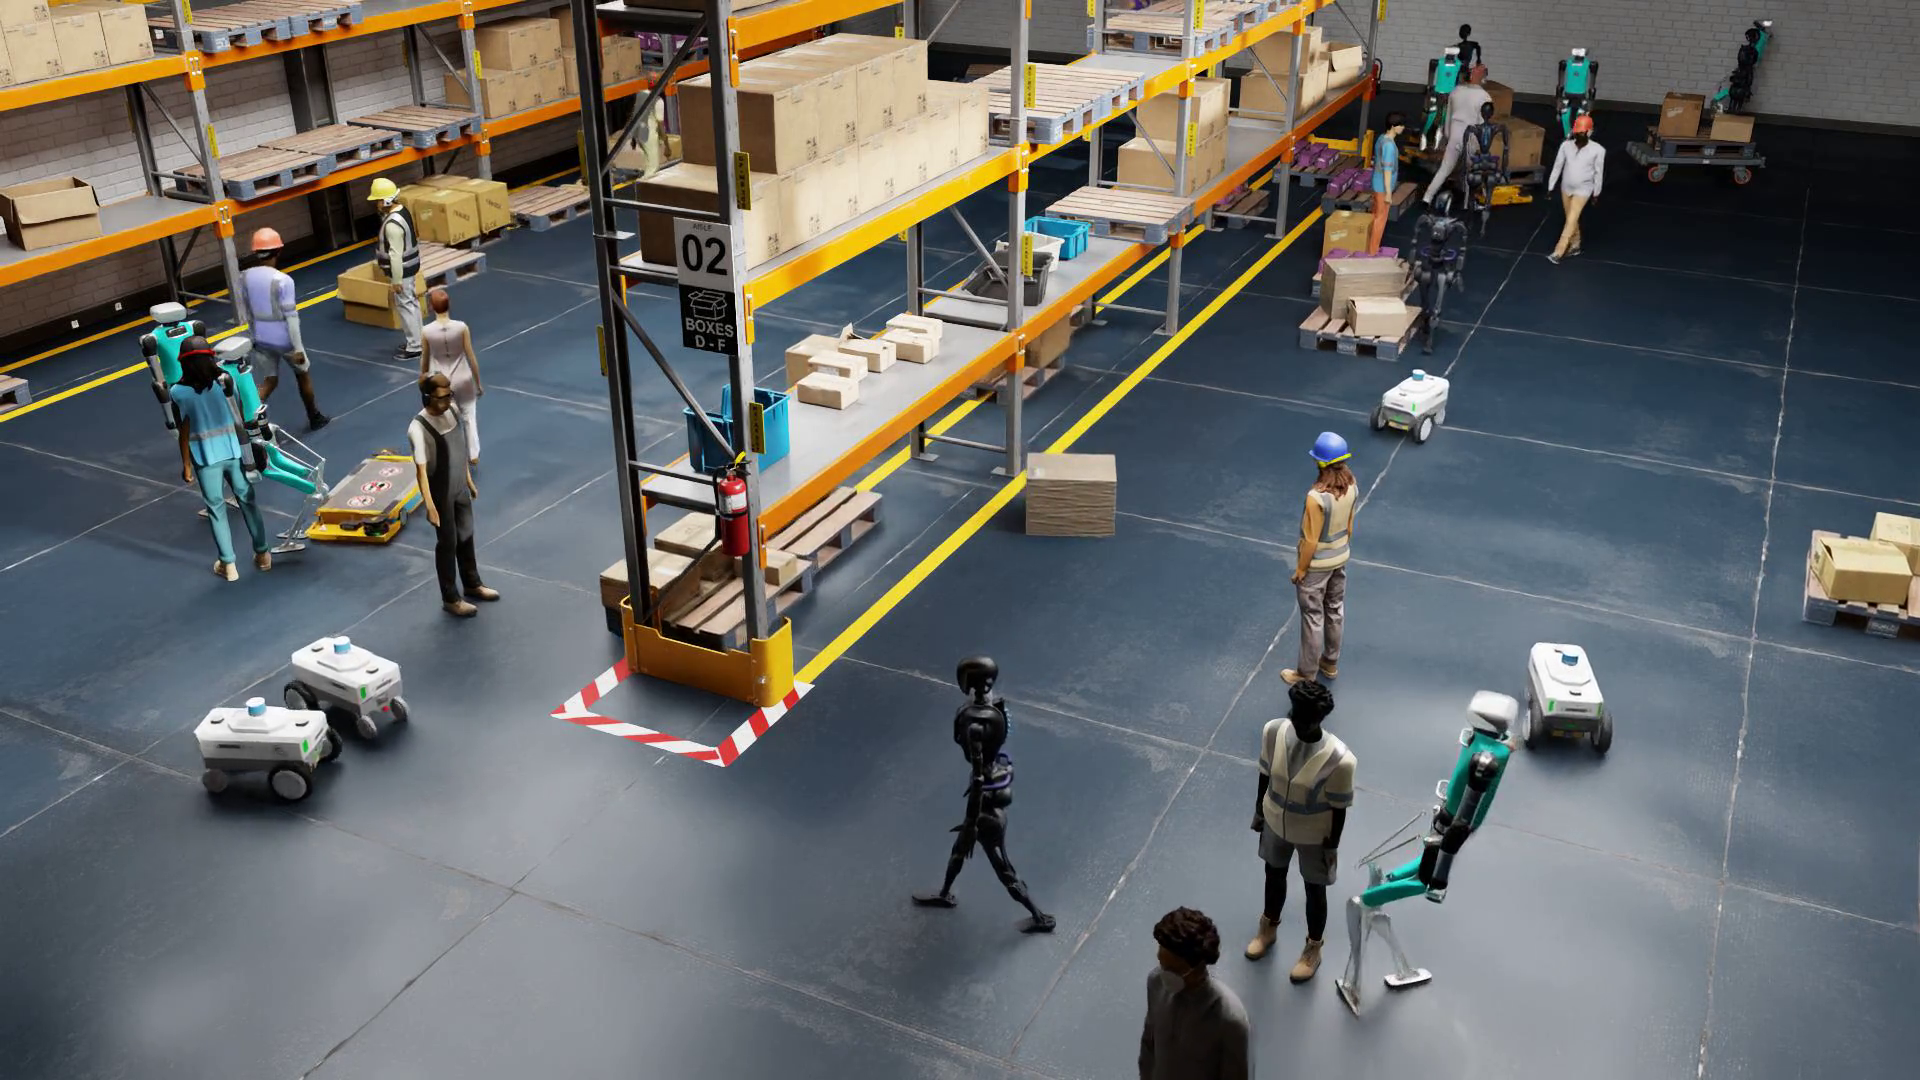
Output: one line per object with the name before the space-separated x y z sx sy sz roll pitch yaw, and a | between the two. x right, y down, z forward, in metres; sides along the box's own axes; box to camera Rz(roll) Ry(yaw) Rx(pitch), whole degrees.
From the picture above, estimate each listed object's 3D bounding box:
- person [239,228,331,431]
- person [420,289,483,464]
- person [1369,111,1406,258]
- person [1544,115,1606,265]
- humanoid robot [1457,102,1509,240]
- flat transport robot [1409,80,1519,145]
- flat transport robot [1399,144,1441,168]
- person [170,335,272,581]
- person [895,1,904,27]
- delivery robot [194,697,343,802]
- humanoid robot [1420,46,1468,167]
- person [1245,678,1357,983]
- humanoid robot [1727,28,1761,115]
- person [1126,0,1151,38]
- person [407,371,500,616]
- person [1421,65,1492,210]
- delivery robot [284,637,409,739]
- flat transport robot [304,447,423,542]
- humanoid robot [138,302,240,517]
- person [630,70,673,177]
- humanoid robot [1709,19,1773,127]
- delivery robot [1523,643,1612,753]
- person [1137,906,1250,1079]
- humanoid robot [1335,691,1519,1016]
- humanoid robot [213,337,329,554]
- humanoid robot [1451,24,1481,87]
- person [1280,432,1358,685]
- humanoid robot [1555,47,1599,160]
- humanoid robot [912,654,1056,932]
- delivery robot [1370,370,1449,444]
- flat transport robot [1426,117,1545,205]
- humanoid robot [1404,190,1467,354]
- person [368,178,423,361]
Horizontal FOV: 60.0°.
person | -5.996 -1.745 14.480 0.572 1.896 0.905 9 28 18
person | -4.245 -1.320 13.905 0.455 1.622 0.775 -9 28 -17
person | 4.974 -4.123 19.432 0.343 1.758 0.502 2 26 4
person | 7.137 -4.094 19.422 0.894 1.699 0.581 -21 33 -36
humanoid robot | 6.454 -4.571 20.456 0.614 1.619 0.754 5 27 10
flat transport robot | 7.524 -5.981 24.858 1.431 0.231 0.659 21 33 36
flat transport robot | 6.906 -5.362 23.609 0.659 0.231 1.431 -10 28 -19
person | -5.421 -0.595 12.179 0.540 1.864 0.370 -20 32 -34
person | -0.993 -9.502 30.233 0.370 1.823 0.497 12 29 23
delivery robot | -4.165 1.214 9.976 0.756 0.571 0.499 1 26 3
humanoid robot | 6.777 -6.116 23.500 0.532 1.790 0.802 3 27 7
person | 1.689 1.426 8.291 0.532 1.693 0.320 22 34 37
humanoid robot | 11.732 -6.830 24.970 0.315 1.657 0.599 4 27 8
person | 3.007 -8.743 28.649 0.976 1.857 0.579 20 33 35
person | -3.591 -0.329 11.684 0.365 1.834 0.519 8 28 17
person | 6.443 -5.145 21.384 0.804 1.867 0.680 -17 31 -30
delivery robot | -3.936 0.901 10.653 0.788 0.610 0.499 15 30 28
flat transport robot | -4.703 -0.370 13.526 0.659 0.231 1.431 3 26 6
humanoid robot | -5.882 -0.986 13.006 0.763 1.685 0.530 17 31 30
person | -3.977 -5.111 21.366 0.499 1.807 0.581 -17 31 -30
humanoid robot | 11.807 -7.069 25.389 0.642 1.765 0.781 -19 32 -34
delivery robot | 3.811 0.967 10.493 0.499 0.586 0.773 4 27 7
person | 0.921 2.205 6.504 0.503 1.879 0.554 -23 34 -38
humanoid robot | 2.157 1.492 8.109 0.879 1.769 0.585 11 28 21
humanoid robot | -5.053 -0.703 12.398 0.735 1.673 0.533 -2 26 -4
humanoid robot | 7.696 -7.033 25.412 0.616 1.629 0.610 -9 28 -17
person | 2.339 0.134 10.806 0.482 1.775 0.320 -20 33 -35
humanoid robot | 8.669 -6.098 23.423 0.552 1.705 1.046 14 30 26
humanoid robot | 0.122 1.320 8.593 0.786 1.625 0.589 2 26 4
delivery robot | 4.077 -1.223 14.934 0.499 0.601 0.805 21 33 36
flat transport robot | 7.071 -4.806 22.486 0.659 0.231 1.431 -6 27 -12
humanoid robot | 4.782 -2.715 16.698 0.603 1.625 0.703 13 29 25
person | -5.536 -2.674 16.435 0.403 1.821 0.597 -4 27 -8
